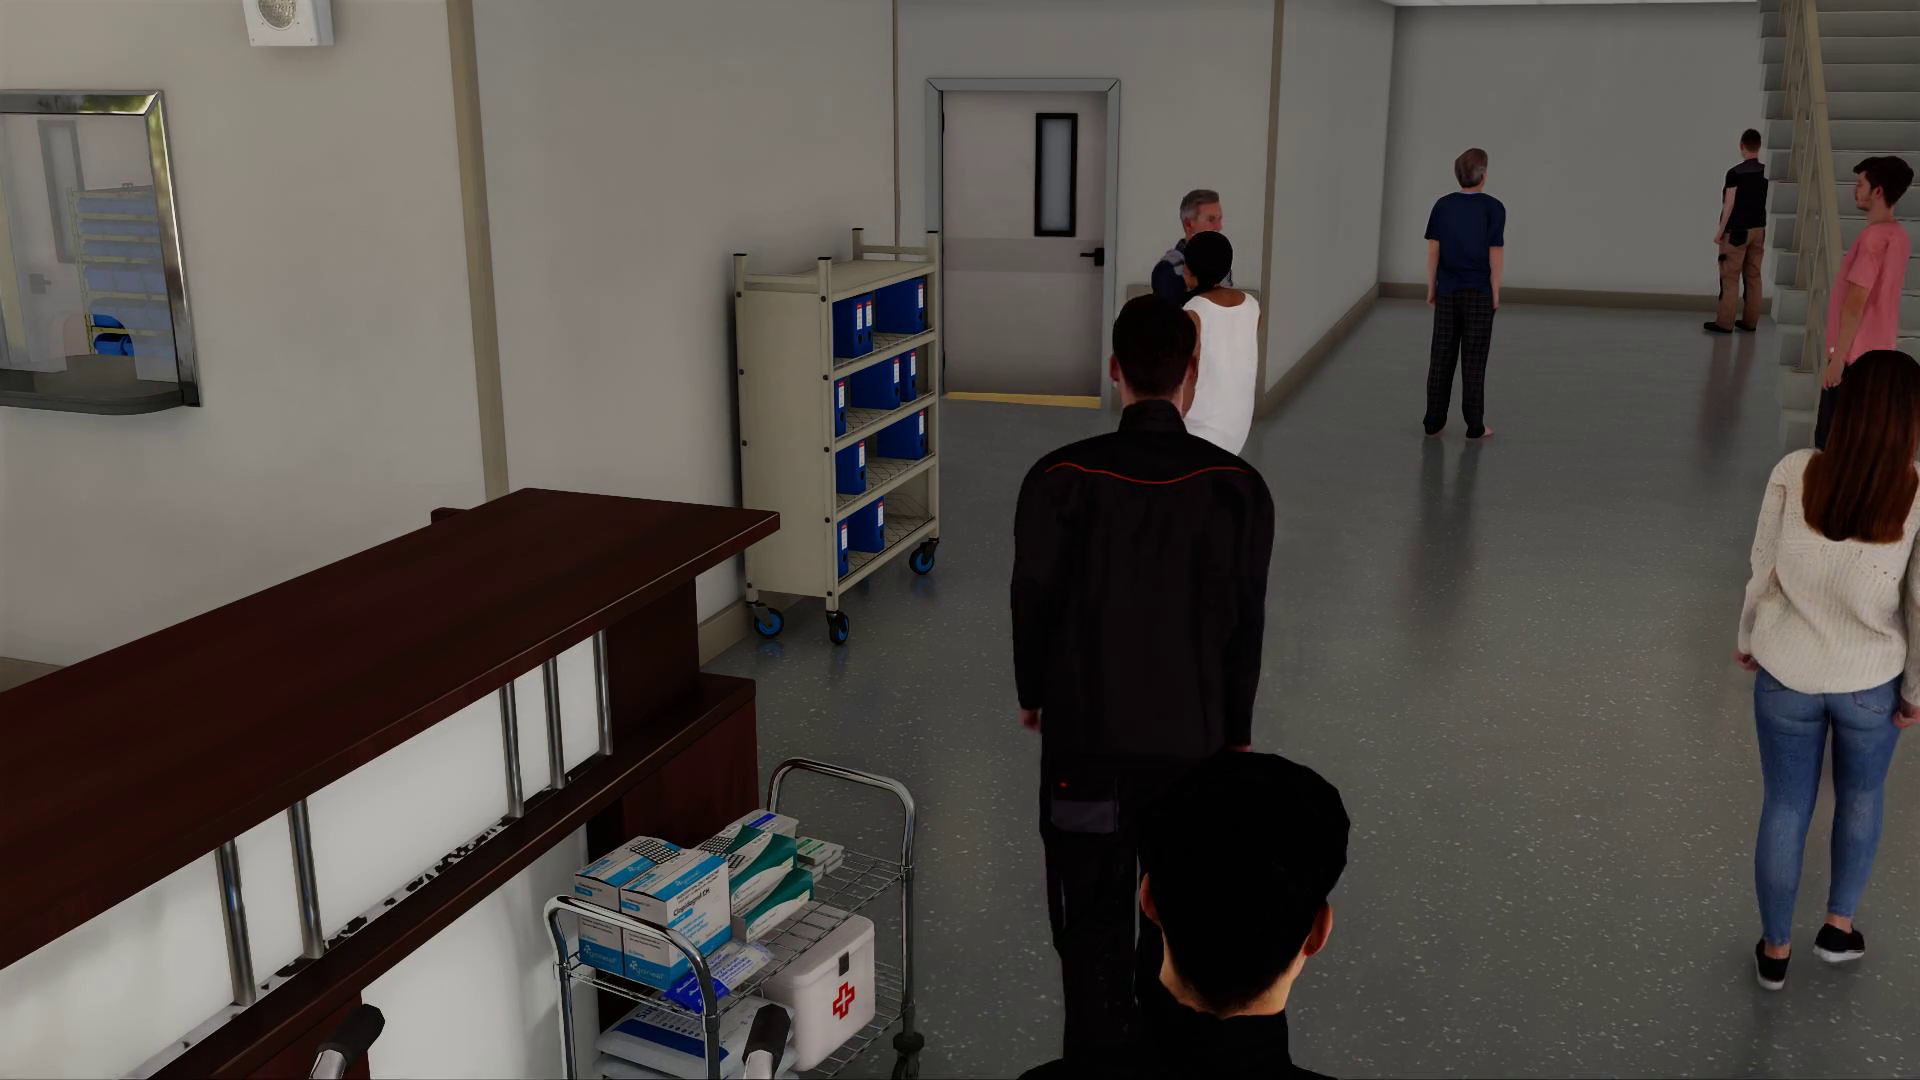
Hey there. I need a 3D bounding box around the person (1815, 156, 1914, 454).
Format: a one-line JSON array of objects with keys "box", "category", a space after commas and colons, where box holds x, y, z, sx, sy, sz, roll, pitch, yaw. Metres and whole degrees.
[{"box": [4.477, -0.868, 8.126, 0.836, 1.945, 0.897, 11, 19, 34], "category": "person"}]

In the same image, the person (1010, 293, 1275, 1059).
[{"box": [0.377, 0.469, 3.514, 0.960, 1.875, 1.188, -1, 16, -3], "category": "person"}]

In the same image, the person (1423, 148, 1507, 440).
[{"box": [3.303, -1.608, 10.888, 0.709, 1.871, 0.632, 10, 19, 33], "category": "person"}]

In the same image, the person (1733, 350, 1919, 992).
[{"box": [2.197, 0.373, 4.217, 0.674, 1.679, 0.640, 9, 18, 28], "category": "person"}]

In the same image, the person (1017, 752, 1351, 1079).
[{"box": [0.232, 1.075, 1.667, 0.781, 1.711, 1.032, 3, 16, 10], "category": "person"}]

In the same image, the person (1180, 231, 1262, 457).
[{"box": [1.073, -0.530, 7.401, 0.703, 1.688, 0.816, -14, 21, -40], "category": "person"}]

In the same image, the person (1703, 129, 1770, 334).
[{"box": [7.244, -2.855, 15.363, 0.777, 1.842, 0.809, -5, 17, -17], "category": "person"}]

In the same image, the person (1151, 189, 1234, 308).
[{"box": [1.021, -0.777, 8.062, 0.813, 1.806, 0.688, 11, 19, 33], "category": "person"}]
